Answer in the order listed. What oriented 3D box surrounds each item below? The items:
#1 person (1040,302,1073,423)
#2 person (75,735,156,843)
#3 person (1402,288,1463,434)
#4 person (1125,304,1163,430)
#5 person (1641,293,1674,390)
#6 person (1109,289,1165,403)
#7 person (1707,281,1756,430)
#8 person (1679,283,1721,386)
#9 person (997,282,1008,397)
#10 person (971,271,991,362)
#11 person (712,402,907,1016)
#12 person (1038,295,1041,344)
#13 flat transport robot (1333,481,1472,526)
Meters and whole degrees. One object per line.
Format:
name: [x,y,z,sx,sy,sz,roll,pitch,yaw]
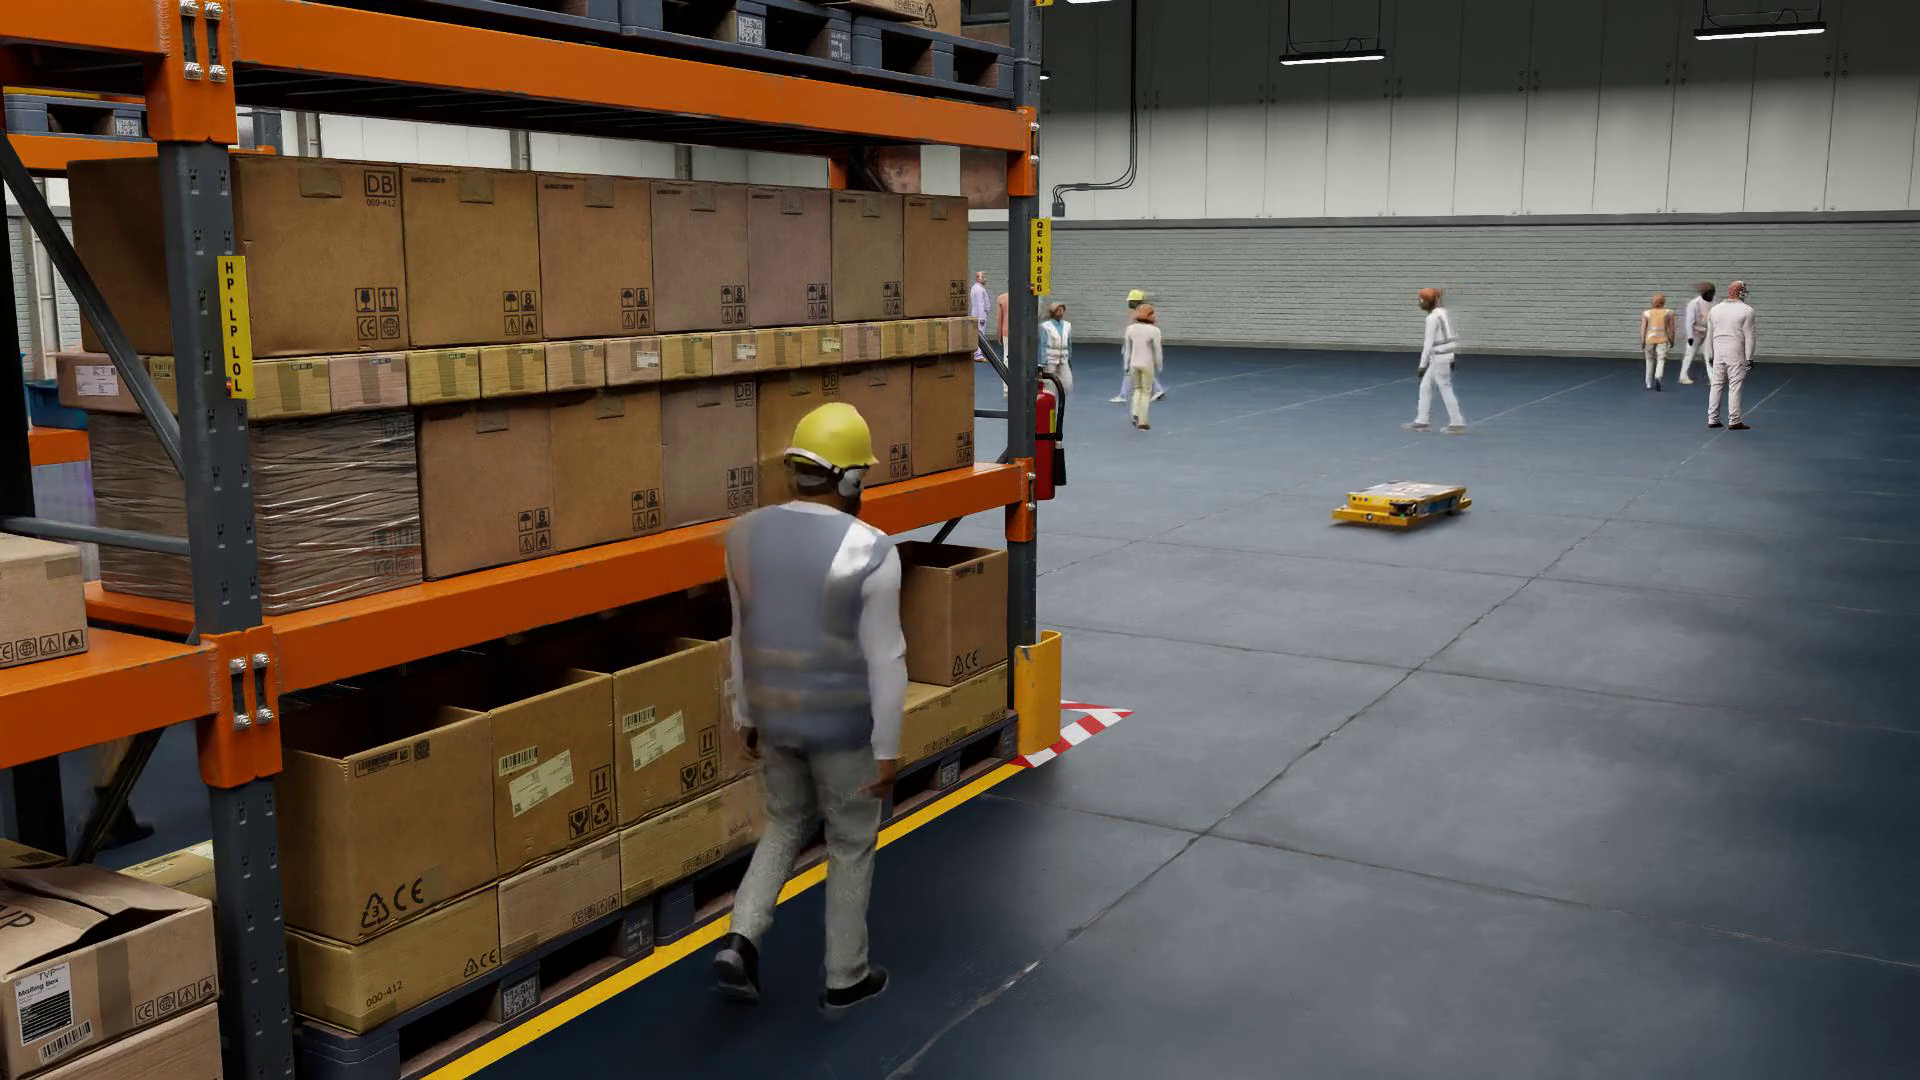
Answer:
person: [1.288,-2.351,22.128,0.545,1.623,0.379,-6,11,-32]
person: [-3.057,0.194,6.474,0.552,1.894,0.999,8,12,37]
person: [5.954,-2.243,20.894,0.864,1.823,0.591,4,10,22]
person: [2.369,-2.213,21.333,0.521,1.617,0.374,7,12,37]
person: [11.605,-3.301,27.709,0.521,1.612,0.699,5,11,27]
person: [2.738,-2.960,25.389,0.888,1.726,0.524,-1,10,-7]
person: [9.970,-2.380,21.469,0.402,1.906,0.652,-6,11,-31]
person: [12.816,-3.542,28.703,0.656,1.764,0.997,-1,10,-7]
person: [0.885,-3.248,26.317,0.609,1.986,0.392,4,10,20]
person: [0.440,-4.687,34.972,0.409,1.907,0.648,-2,10,-9]
person: [-0.430,0.518,4.769,0.605,1.814,0.537,5,11,28]
person: [1.858,-5.713,41.899,0.501,1.592,0.785,5,11,27]
flat transport robot: [3.805,-0.328,14.234,0.652,0.197,1.431,7,12,37]
